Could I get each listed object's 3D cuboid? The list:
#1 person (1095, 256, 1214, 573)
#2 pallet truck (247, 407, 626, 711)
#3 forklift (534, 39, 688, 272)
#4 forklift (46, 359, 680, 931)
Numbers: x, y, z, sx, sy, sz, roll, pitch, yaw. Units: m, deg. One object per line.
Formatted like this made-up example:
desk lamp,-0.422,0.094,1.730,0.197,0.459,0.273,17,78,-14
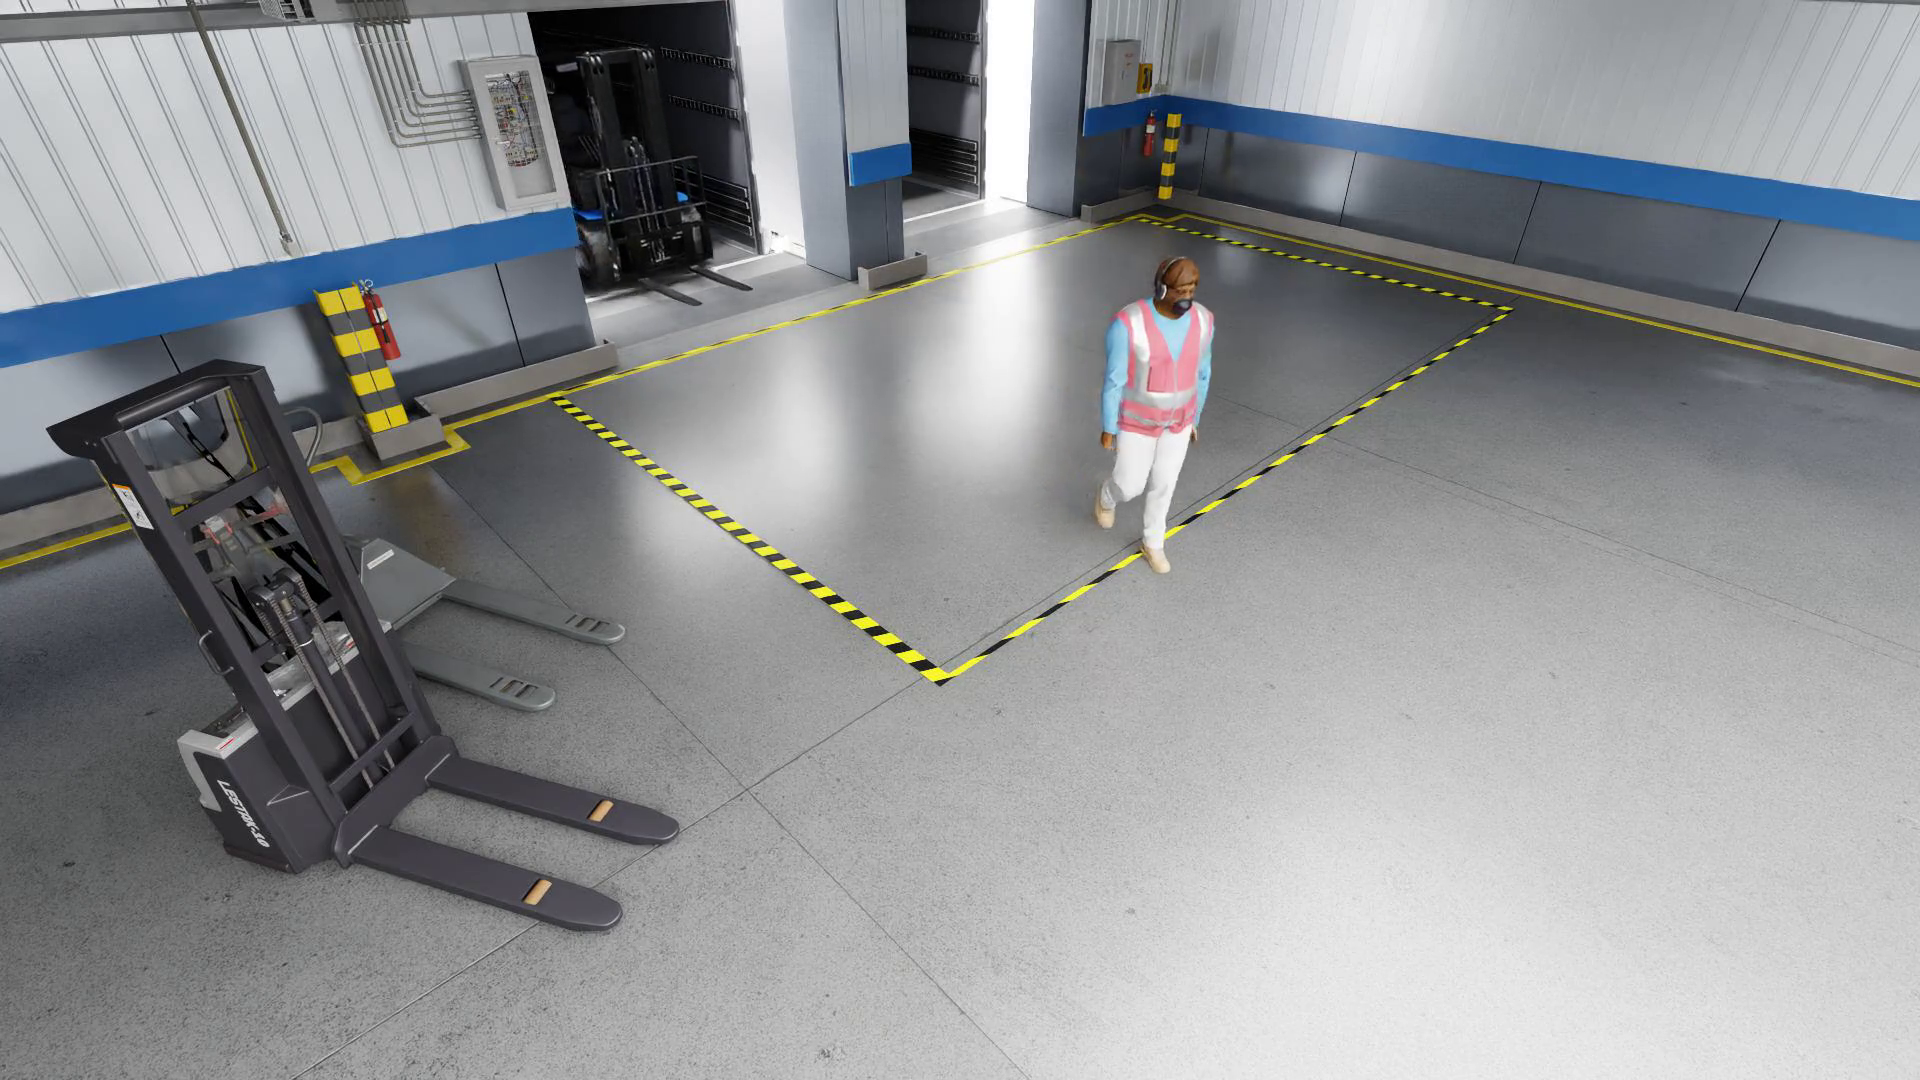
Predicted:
person,1.067,-0.697,5.150,0.636,1.823,0.644,-9,35,-13
pallet truck,-2.628,0.038,4.590,1.601,1.201,0.680,12,36,18
forklift,-3.977,-4.152,9.745,2.680,2.036,1.157,29,44,36
forklift,-2.135,0.422,3.354,1.885,1.965,0.823,10,35,14
